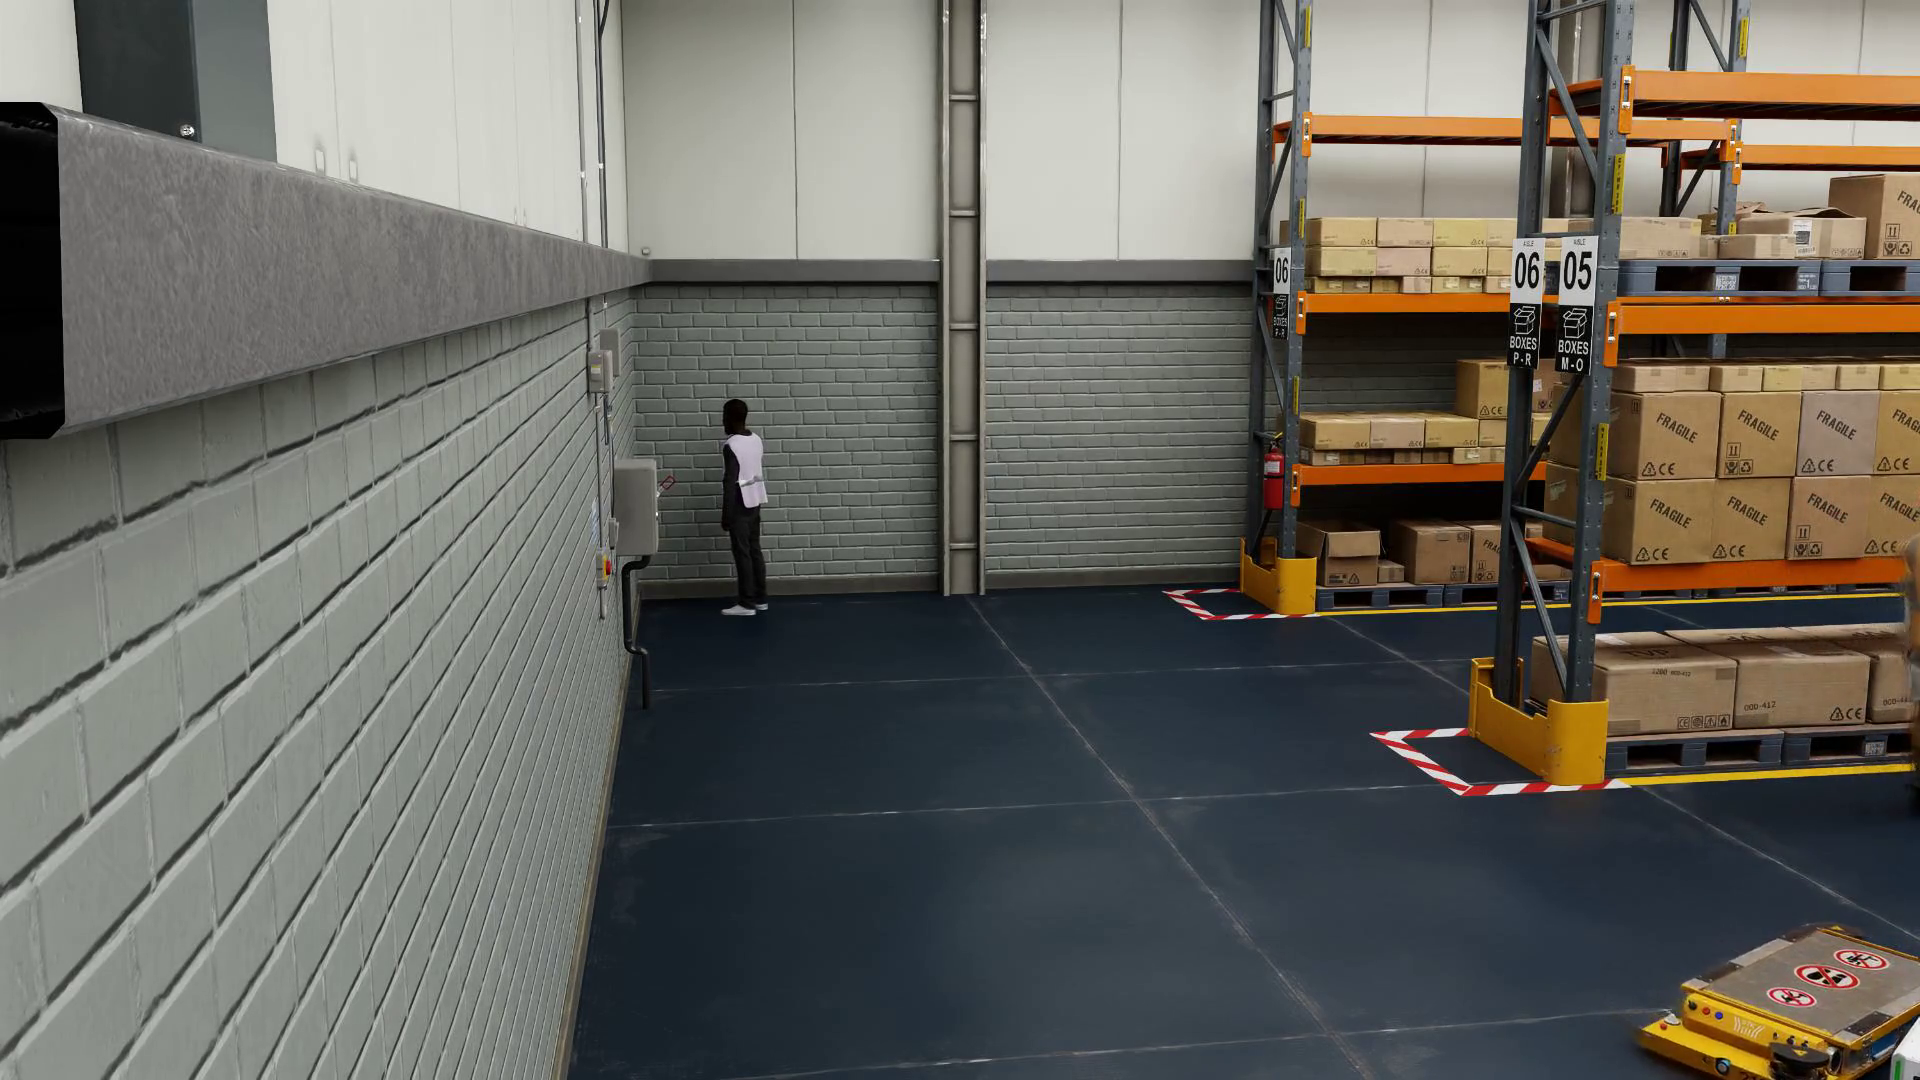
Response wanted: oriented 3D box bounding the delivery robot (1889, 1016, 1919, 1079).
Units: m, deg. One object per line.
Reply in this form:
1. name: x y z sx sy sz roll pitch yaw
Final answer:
1. delivery robot: 3.467 1.791 5.733 0.477 0.478 0.707 8 12 41

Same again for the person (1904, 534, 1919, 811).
1. person: 5.513 0.583 9.253 0.402 1.923 0.572 -4 10 -22

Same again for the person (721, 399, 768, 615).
1. person: -1.904 -0.292 14.699 0.385 1.912 0.591 3 10 18

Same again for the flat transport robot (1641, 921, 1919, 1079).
1. flat transport robot: 3.391 1.842 6.581 1.431 0.197 0.652 -7 12 -37
